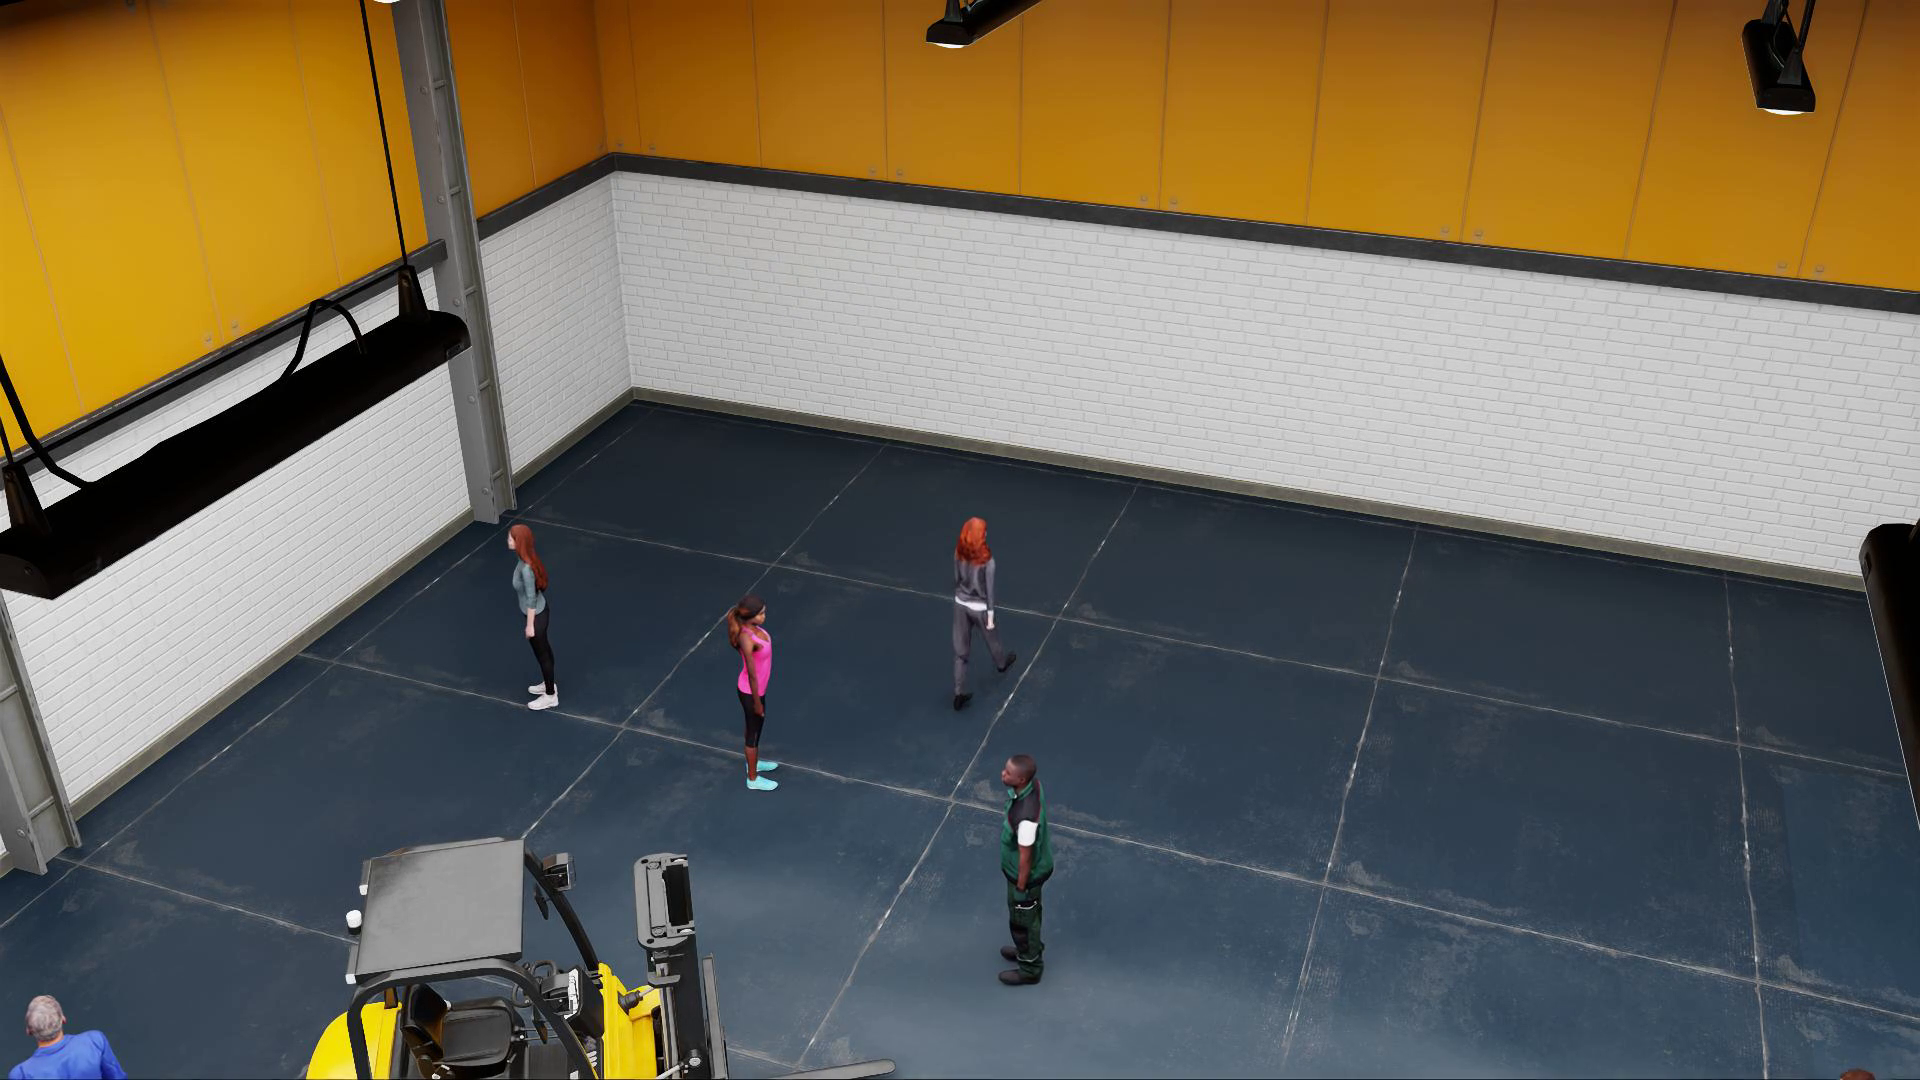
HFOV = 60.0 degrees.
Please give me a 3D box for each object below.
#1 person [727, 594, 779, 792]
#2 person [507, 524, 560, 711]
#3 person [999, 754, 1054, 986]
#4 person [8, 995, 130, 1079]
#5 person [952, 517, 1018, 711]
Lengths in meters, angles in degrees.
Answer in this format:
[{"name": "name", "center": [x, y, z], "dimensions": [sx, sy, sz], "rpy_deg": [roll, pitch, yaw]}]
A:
[{"name": "person", "center": [-1.649, 1.187, 13.215], "dimensions": [0.701, 1.725, 0.602], "rpy_deg": [-1, 29, -3]}, {"name": "person", "center": [-3.632, 0.646, 14.187], "dimensions": [0.731, 1.743, 0.625], "rpy_deg": [-4, 29, -8]}, {"name": "person", "center": [0.445, 2.209, 11.226], "dimensions": [0.804, 1.836, 0.637], "rpy_deg": [1, 29, 2]}, {"name": "person", "center": [-4.885, 3.276, 9.275], "dimensions": [0.688, 1.829, 0.851], "rpy_deg": [-23, 36, -36]}, {"name": "person", "center": [0.067, 0.661, 14.166], "dimensions": [0.766, 1.736, 1.147], "rpy_deg": [17, 33, 28]}]
